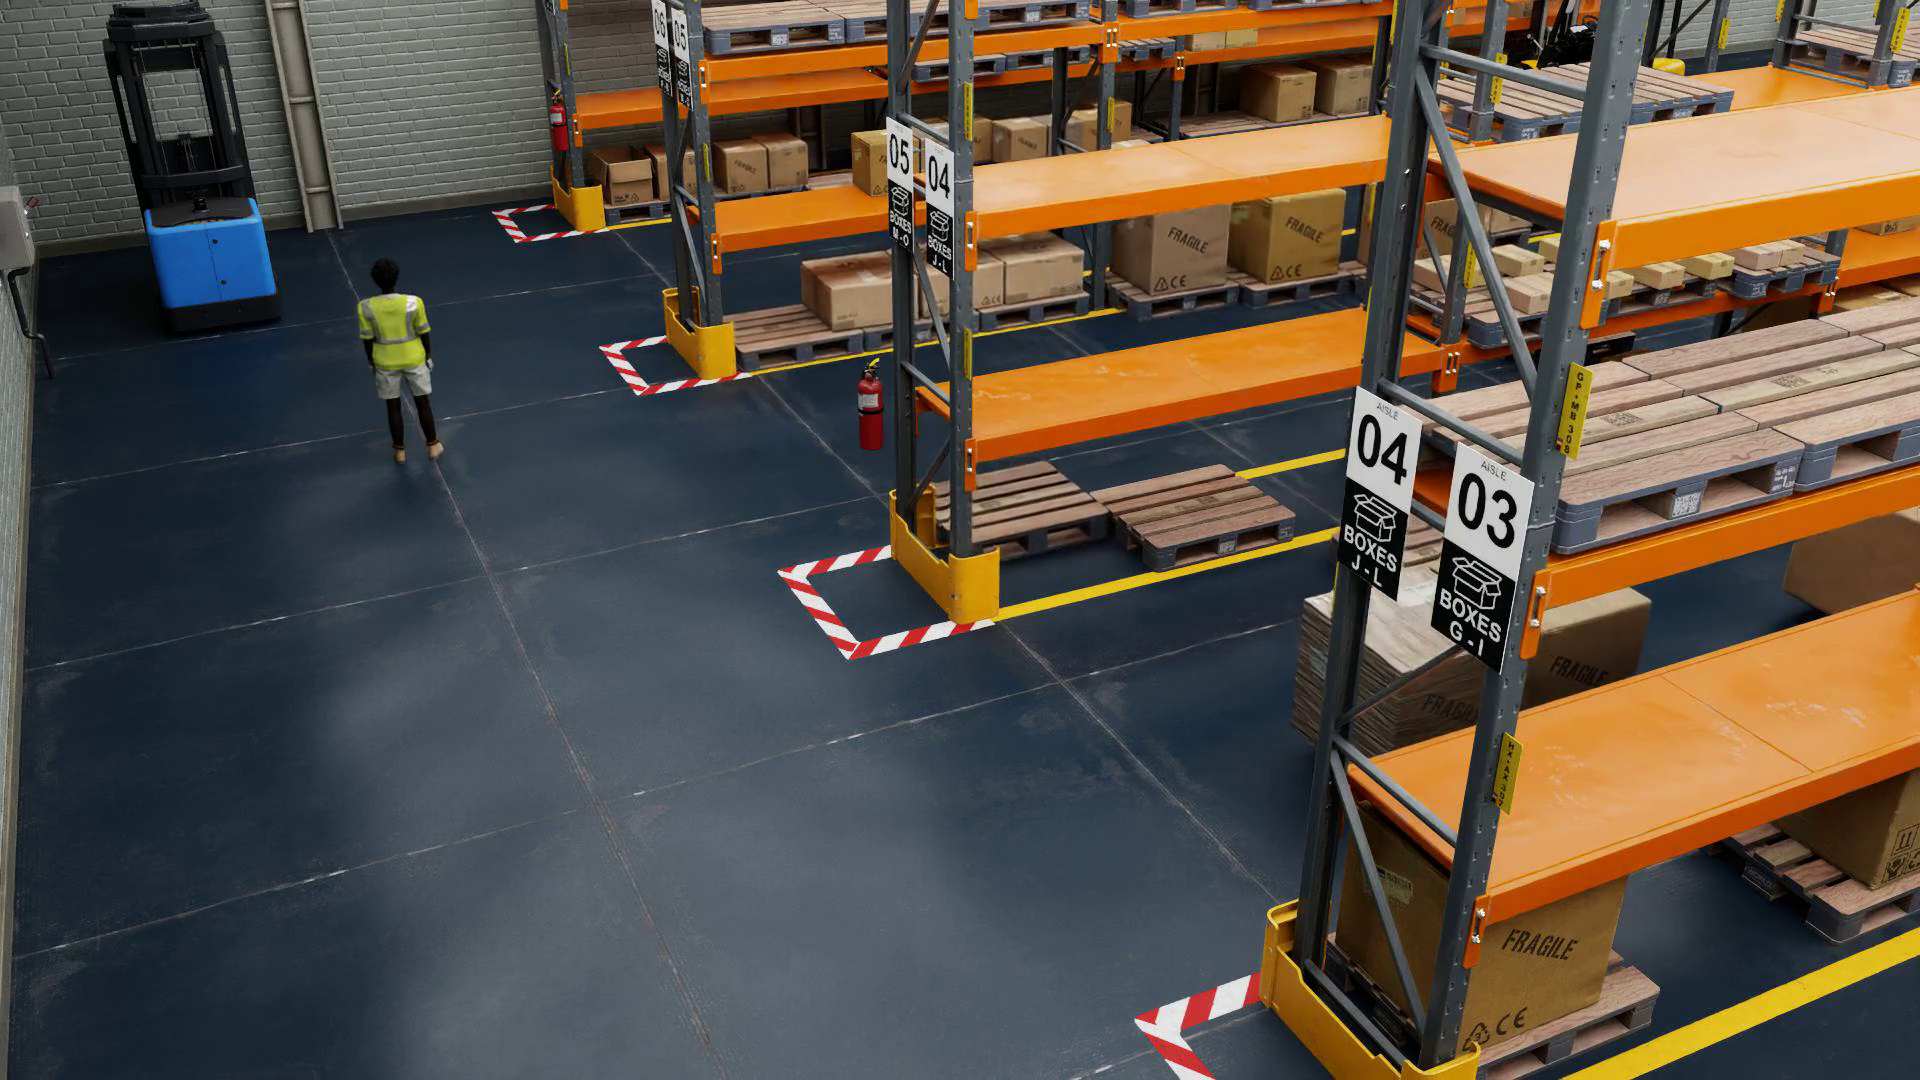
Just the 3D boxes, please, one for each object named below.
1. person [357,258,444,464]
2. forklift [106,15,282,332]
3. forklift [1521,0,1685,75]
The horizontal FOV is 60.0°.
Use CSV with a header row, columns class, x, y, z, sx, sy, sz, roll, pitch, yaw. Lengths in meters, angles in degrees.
class,x,y,z,sx,sy,sz,roll,pitch,yaw
person,-4.470,-1.420,13.269,0.535,1.695,0.321,-7,28,-13
forklift,-7.548,-3.672,16.323,1.129,2.768,1.873,-12,30,-22
forklift,8.950,-6.807,23.056,1.214,2.155,2.313,-12,30,-22
